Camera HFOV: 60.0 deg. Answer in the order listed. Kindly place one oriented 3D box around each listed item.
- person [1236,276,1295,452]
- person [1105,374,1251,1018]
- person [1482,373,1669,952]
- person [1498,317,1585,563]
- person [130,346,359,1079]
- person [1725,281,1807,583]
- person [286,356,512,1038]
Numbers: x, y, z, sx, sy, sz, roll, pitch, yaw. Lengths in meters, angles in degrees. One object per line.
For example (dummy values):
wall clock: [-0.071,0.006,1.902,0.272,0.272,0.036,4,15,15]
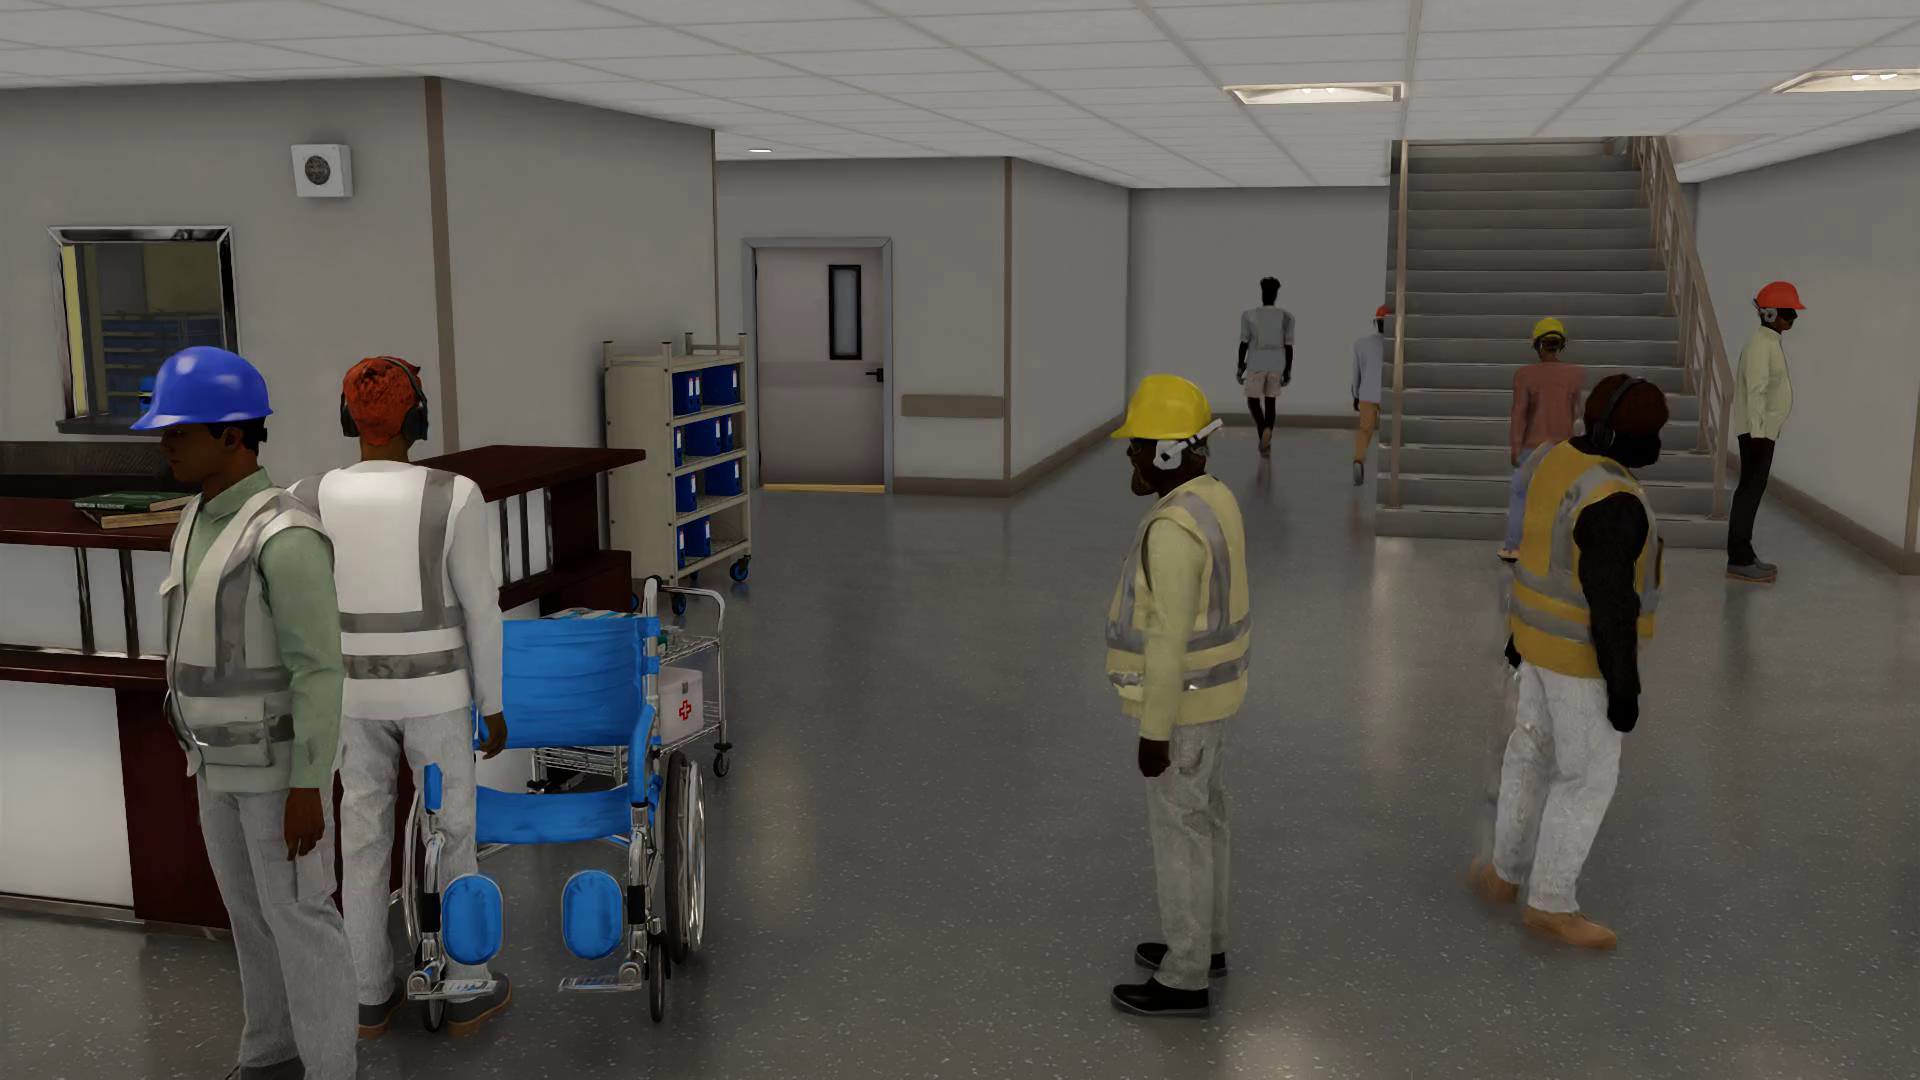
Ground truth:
person: [3.355,-1.902,18.180,0.615,1.946,0.737,-1,10,-3]
person: [0.617,0.441,4.765,0.404,1.824,0.594,3,10,18]
person: [1.959,0.364,5.307,0.434,1.807,0.774,0,10,-1]
person: [3.996,-0.657,11.464,0.516,1.733,0.744,0,10,0]
person: [-1.684,0.515,3.951,0.615,1.945,0.404,9,13,42]
person: [5.368,-0.724,11.111,0.396,1.992,0.622,6,11,29]
person: [-1.531,0.442,4.573,0.573,1.883,0.354,0,10,0]
